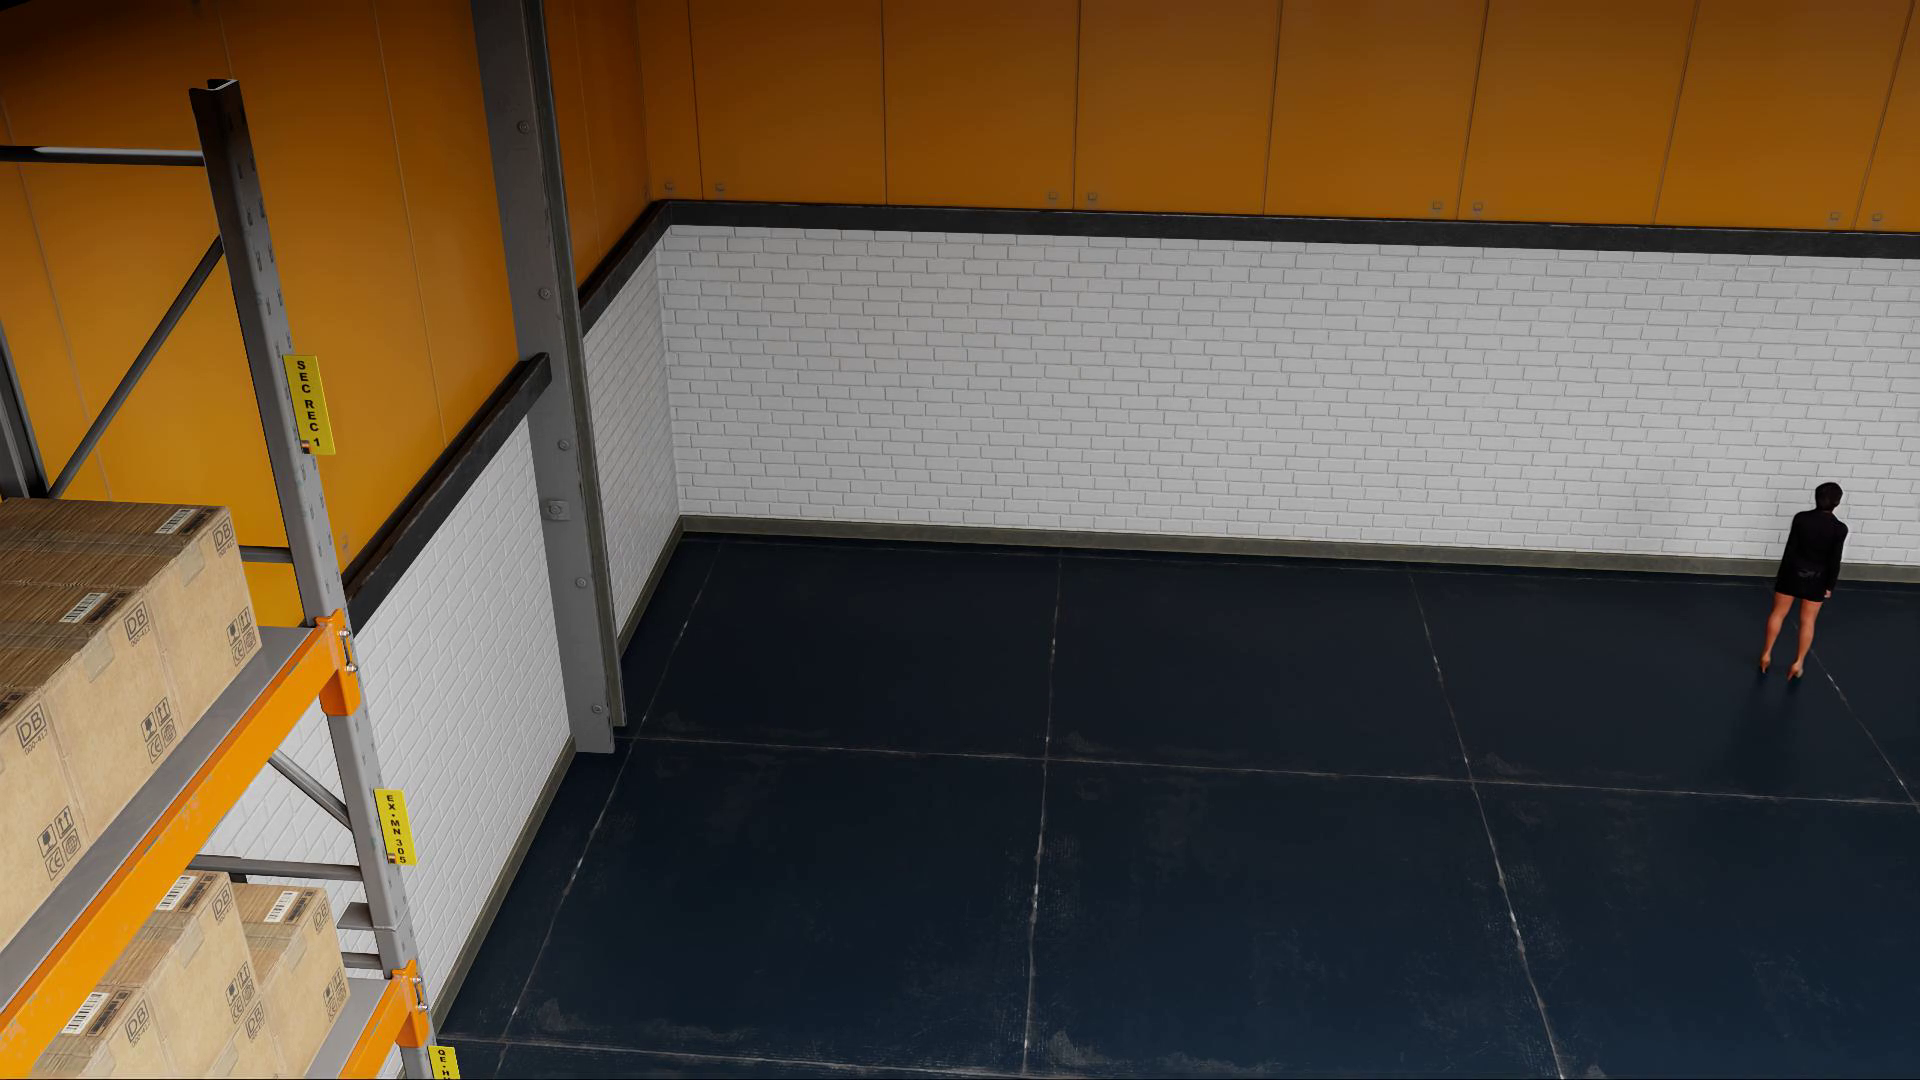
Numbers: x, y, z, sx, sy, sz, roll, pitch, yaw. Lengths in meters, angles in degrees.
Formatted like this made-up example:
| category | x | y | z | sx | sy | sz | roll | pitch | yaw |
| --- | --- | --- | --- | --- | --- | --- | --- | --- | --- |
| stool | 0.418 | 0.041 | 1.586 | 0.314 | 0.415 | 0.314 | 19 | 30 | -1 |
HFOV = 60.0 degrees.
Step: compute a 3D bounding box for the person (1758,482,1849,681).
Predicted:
| category | x | y | z | sx | sy | sz | roll | pitch | yaw |
| --- | --- | --- | --- | --- | --- | --- | --- | --- | --- |
| person | 6.356 | 0.308 | 12.527 | 0.662 | 1.637 | 0.714 | 16 | 32 | 26 |
